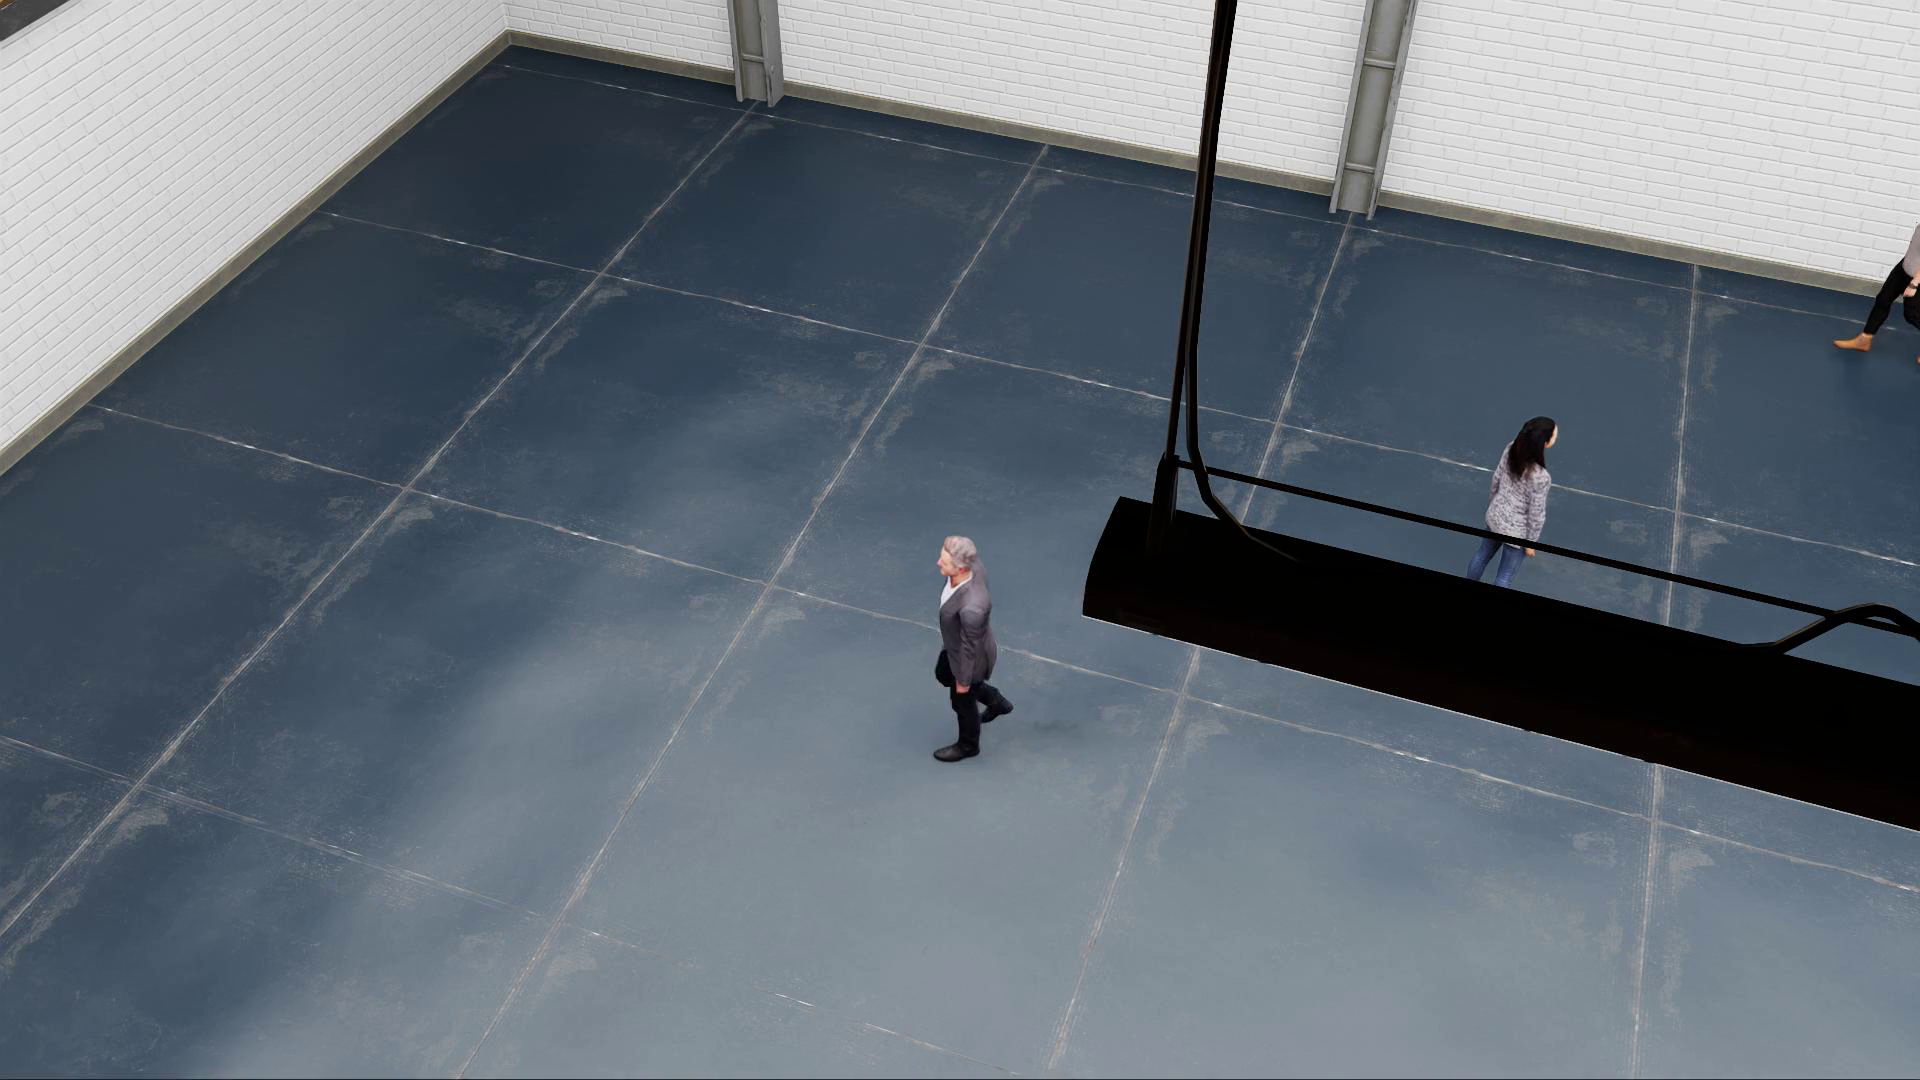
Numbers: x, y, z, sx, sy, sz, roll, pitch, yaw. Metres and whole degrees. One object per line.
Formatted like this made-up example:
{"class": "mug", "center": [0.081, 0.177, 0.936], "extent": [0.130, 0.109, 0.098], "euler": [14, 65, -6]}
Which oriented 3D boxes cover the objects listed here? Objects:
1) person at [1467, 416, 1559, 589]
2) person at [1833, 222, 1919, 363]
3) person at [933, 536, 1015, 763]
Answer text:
{"class": "person", "center": [3.638, -0.127, 10.980], "extent": [0.728, 1.732, 0.689], "euler": [-14, 45, -14]}
{"class": "person", "center": [7.642, -2.101, 13.083], "extent": [1.098, 1.689, 0.676], "euler": [9, 44, 10]}
{"class": "person", "center": [0.114, 0.665, 10.082], "extent": [0.962, 1.823, 0.913], "euler": [-7, 44, -7]}
